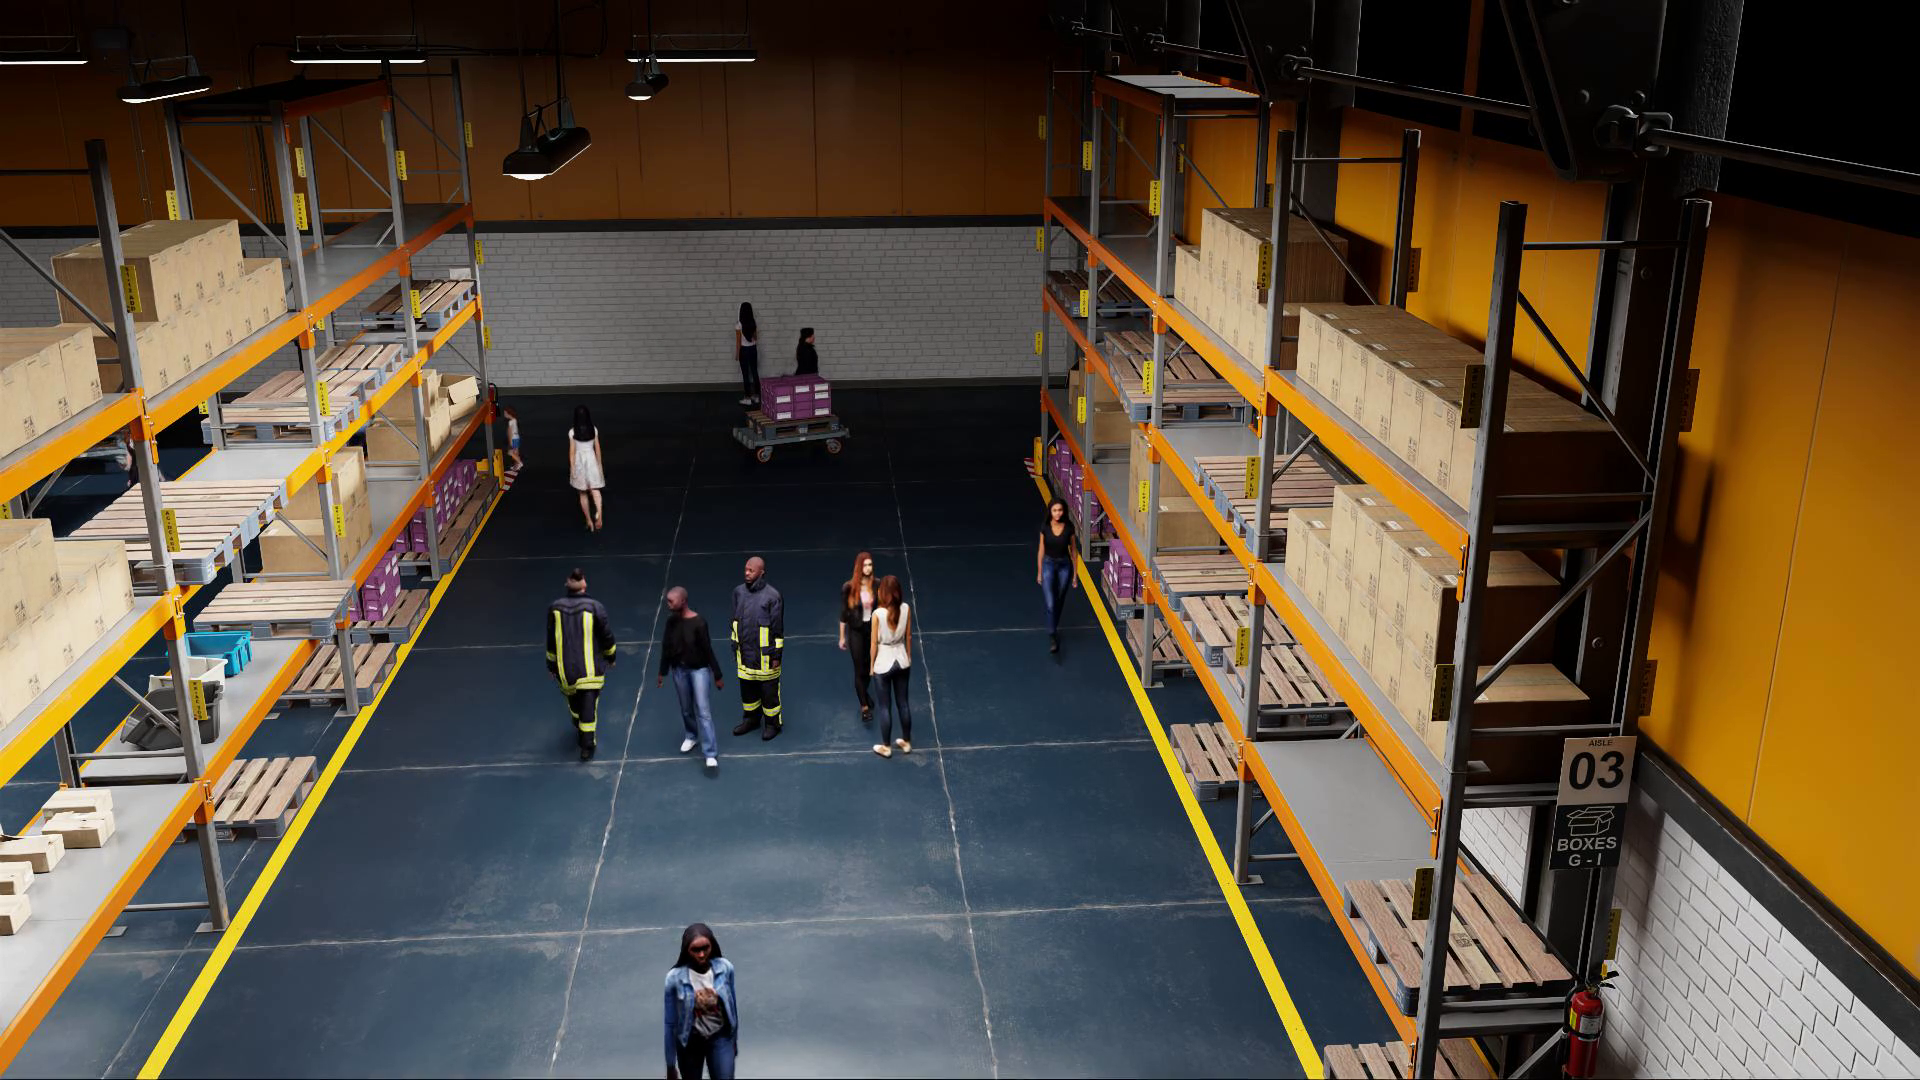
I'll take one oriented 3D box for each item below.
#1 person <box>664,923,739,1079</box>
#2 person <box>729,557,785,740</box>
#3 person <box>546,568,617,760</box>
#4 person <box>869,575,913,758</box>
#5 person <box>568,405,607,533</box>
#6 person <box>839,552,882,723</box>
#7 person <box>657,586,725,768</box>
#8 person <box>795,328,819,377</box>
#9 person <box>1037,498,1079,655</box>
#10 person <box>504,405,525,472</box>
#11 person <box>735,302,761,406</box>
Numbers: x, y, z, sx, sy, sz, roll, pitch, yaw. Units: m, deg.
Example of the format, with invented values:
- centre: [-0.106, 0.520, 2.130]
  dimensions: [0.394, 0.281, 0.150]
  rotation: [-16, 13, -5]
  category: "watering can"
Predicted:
- centre: [-1.589, 3.081, 10.168]
  dimensions: [0.839, 1.672, 1.245]
  rotation: [-7, 20, -19]
  category: "person"
- centre: [-1.953, 1.013, 16.072]
  dimensions: [0.859, 1.823, 0.865]
  rotation: [9, 20, 24]
  category: "person"
- centre: [-3.581, 1.172, 15.581]
  dimensions: [0.847, 1.836, 1.089]
  rotation: [0, 19, 0]
  category: "person"
- centre: [-0.633, 1.182, 15.632]
  dimensions: [0.658, 1.783, 0.659]
  rotation: [-11, 21, -29]
  category: "person"
- centre: [-4.878, -0.876, 21.792]
  dimensions: [0.819, 1.752, 1.060]
  rotation: [-9, 20, -24]
  category: "person"
- centre: [-0.965, 0.917, 16.590]
  dimensions: [0.808, 1.675, 1.095]
  rotation: [-6, 20, -18]
  category: "person"
- centre: [-2.540, 1.230, 15.610]
  dimensions: [1.010, 1.706, 1.115]
  rotation: [5, 19, 15]
  category: "person"
- centre: [-2.572, -2.628, 27.158]
  dimensions: [0.923, 1.649, 0.976]
  rotation: [-7, 20, -20]
  category: "person"
- centre: [1.056, 0.349, 18.241]
  dimensions: [0.620, 1.697, 1.121]
  rotation: [-1, 19, -3]
  category: "person"
- centre: [-6.630, -1.514, 24.847]
  dimensions: [0.517, 1.013, 0.410]
  rotation: [1, 19, 3]
  category: "person"
- centre: [-3.658, -3.234, 28.759]
  dimensions: [0.665, 1.775, 0.702]
  rotation: [-17, 25, -41]
  category: "person"
